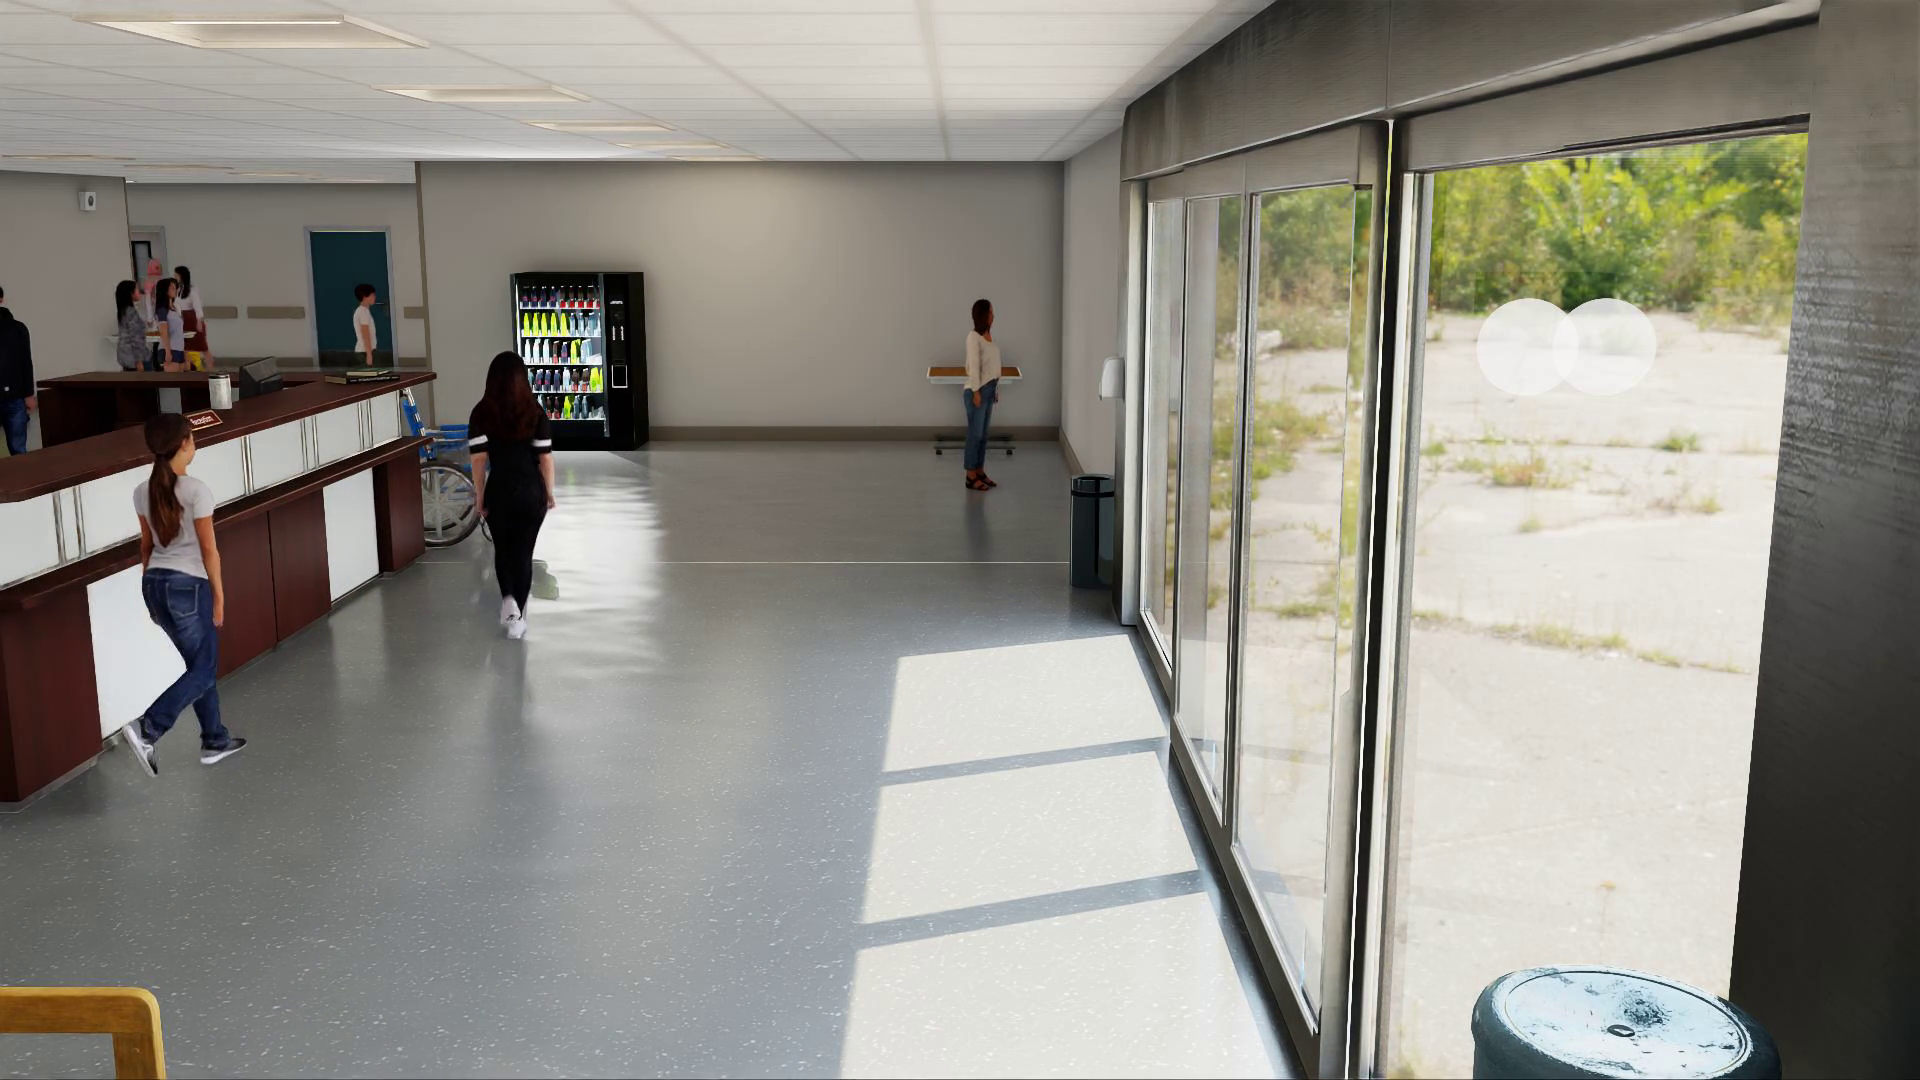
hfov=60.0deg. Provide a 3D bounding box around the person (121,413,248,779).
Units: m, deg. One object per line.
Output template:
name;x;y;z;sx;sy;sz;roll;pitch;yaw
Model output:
person;-3.327;0.249;7.020;0.943;1.544;0.761;3;11;16

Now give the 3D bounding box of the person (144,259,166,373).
person;-12.615;-3.477;26.011;0.702;1.784;0.675;1;11;3

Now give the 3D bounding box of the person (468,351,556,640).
person;-2.509;-0.233;9.335;0.593;1.628;0.698;-2;11;-9

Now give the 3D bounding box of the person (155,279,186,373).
person;-9.325;-2.235;19.680;0.568;1.706;0.629;-2;11;-10

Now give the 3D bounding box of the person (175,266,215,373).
person;-11.063;-3.080;24.071;0.784;1.728;0.870;5;12;25

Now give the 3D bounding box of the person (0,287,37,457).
person;-7.761;-1.143;13.433;0.659;1.889;0.811;-5;12;-23

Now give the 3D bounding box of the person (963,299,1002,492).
person;0.171;-1.310;14.865;0.675;1.682;0.696;4;12;22

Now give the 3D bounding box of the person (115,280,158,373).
person;-9.188;-1.987;18.320;0.741;1.725;0.806;10;15;43

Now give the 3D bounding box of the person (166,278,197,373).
person;-11.729;-3.174;25.078;0.674;1.538;0.588;2;11;11

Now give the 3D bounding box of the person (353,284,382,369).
person;-6.982;-2.156;19.435;0.998;1.641;0.802;-4;12;-22
